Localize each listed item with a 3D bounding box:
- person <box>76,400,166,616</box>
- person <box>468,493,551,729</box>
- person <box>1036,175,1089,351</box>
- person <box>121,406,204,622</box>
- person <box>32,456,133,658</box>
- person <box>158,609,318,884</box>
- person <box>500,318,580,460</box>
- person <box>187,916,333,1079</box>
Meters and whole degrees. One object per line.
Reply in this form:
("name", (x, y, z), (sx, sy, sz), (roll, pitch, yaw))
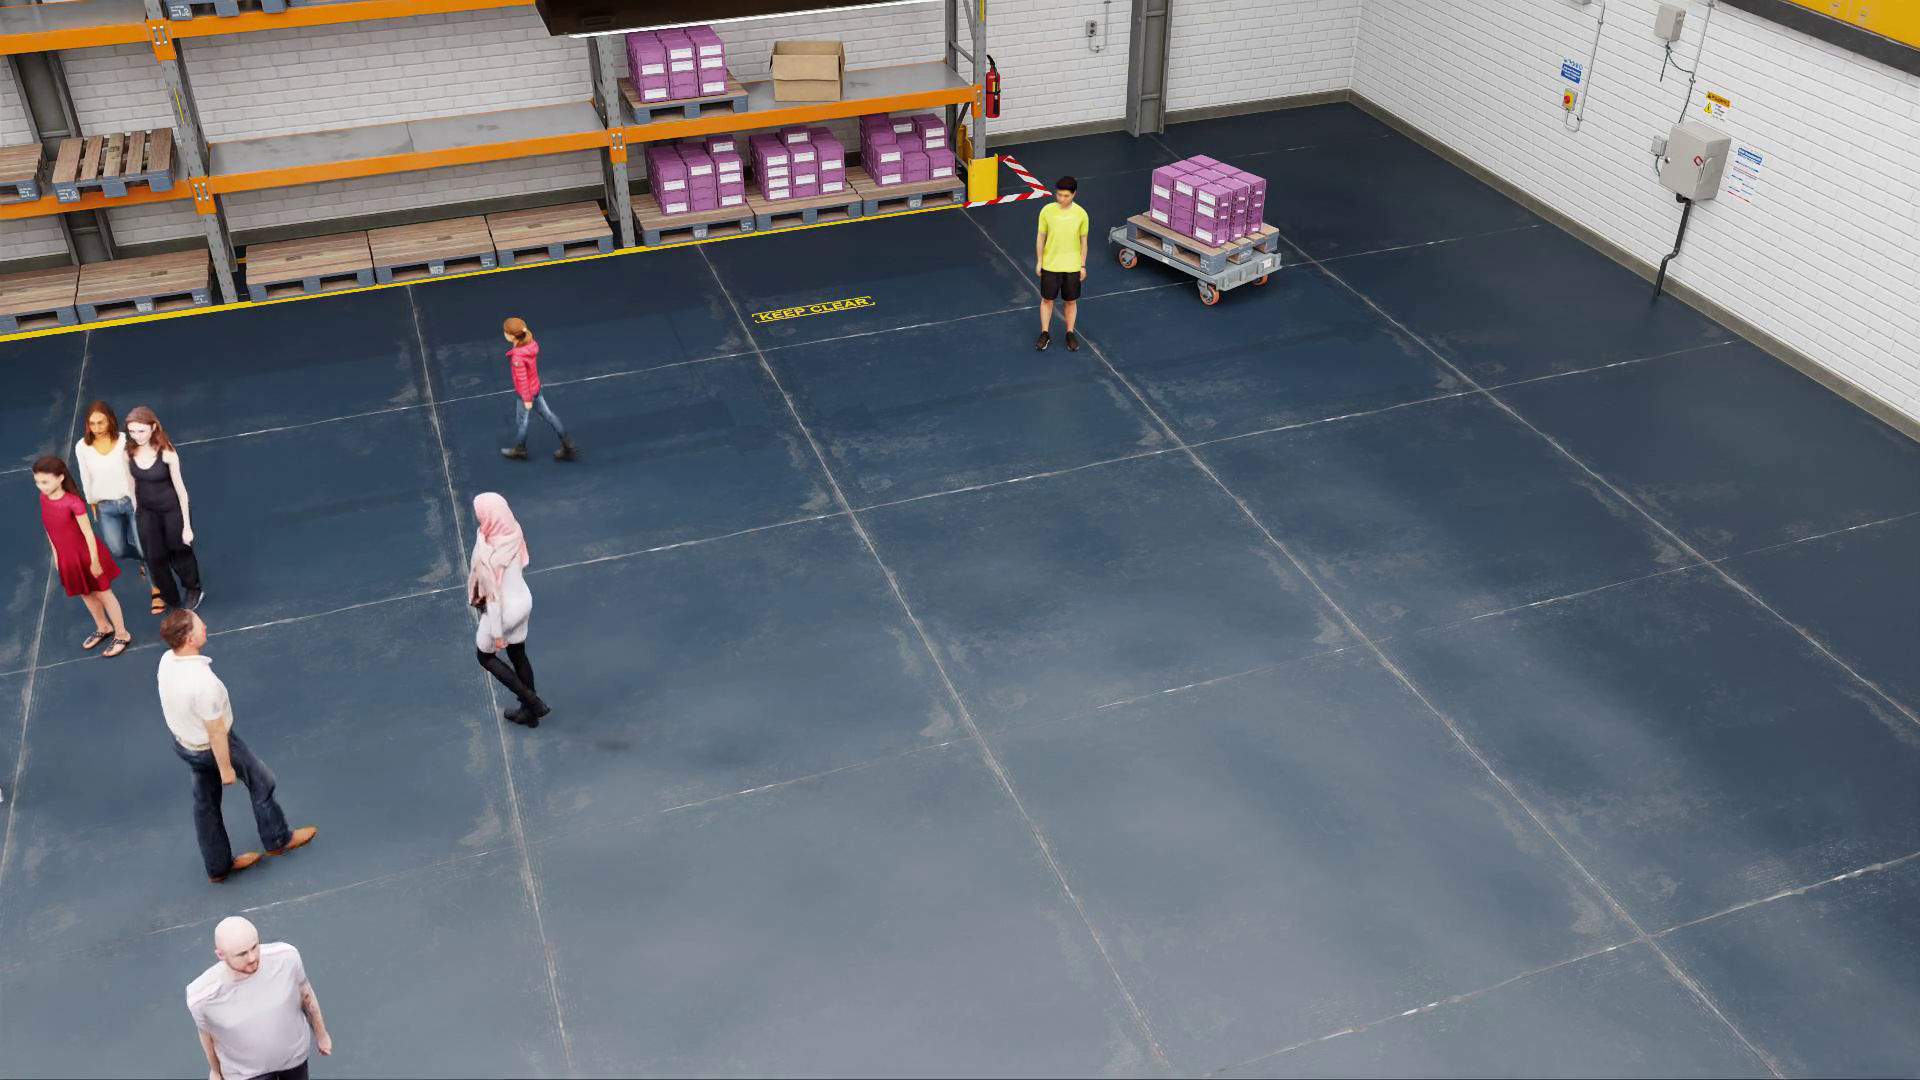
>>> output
("person", (-5.986, -0.276, 11.965), (0.766, 1.673, 0.777), (-5, 34, -7))
("person", (-2.831, 0.492, 10.701), (0.838, 1.793, 0.782), (11, 35, 16))
("person", (0.935, -2.581, 15.405), (0.613, 1.705, 0.756), (2, 34, 3))
("person", (-5.626, -0.238, 11.868), (0.744, 1.717, 0.761), (-1, 34, -2))
("person", (-6.114, 0.073, 11.548), (0.686, 1.554, 0.747), (11, 35, 16))
("person", (-4.403, 1.241, 9.539), (0.917, 1.832, 1.021), (26, 42, 33))
("person", (-3.484, -1.221, 13.732), (0.975, 1.292, 0.793), (4, 34, 7))
("person", (-3.283, 2.383, 7.863), (1.249, 1.785, 1.018), (-24, 40, -31))
